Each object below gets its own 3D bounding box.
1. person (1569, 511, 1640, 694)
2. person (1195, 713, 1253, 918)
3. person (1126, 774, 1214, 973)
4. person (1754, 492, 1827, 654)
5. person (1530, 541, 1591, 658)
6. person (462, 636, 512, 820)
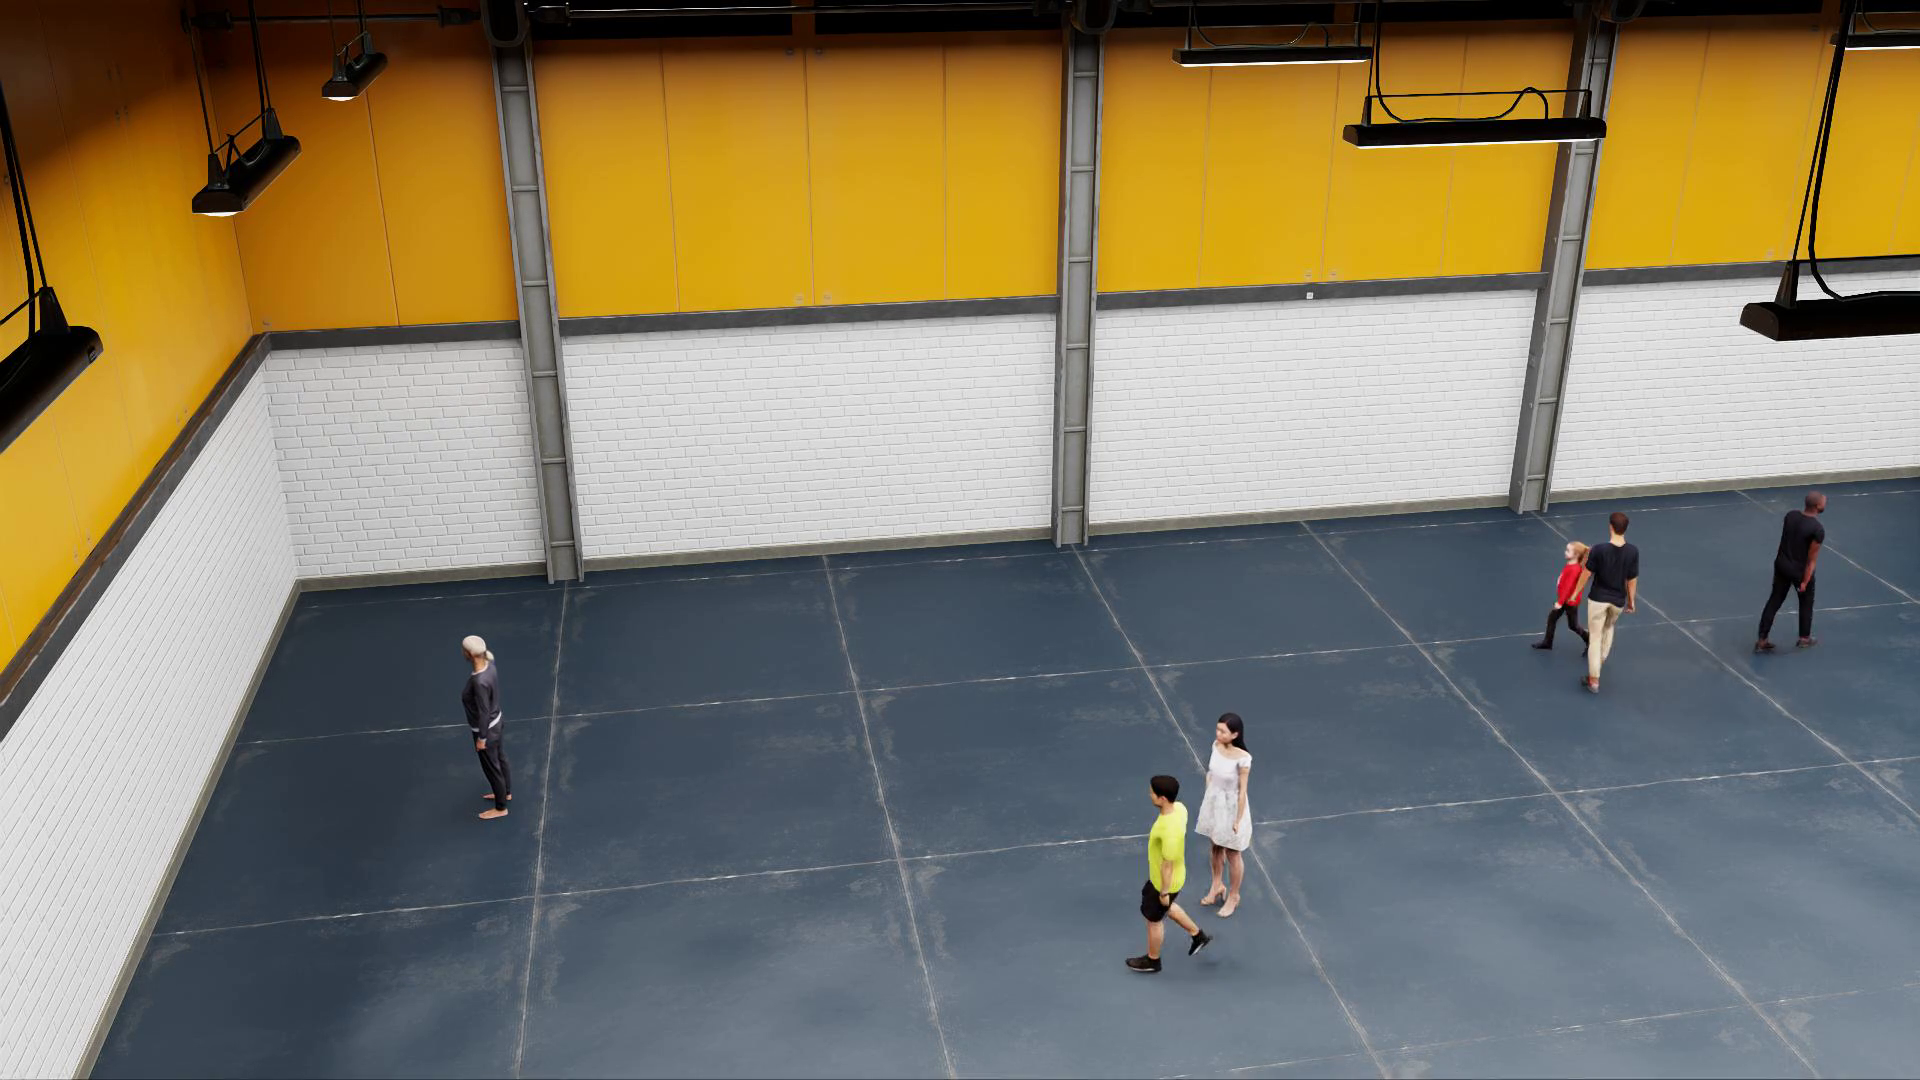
[{"bbox_3d":[6.466,0.655,16.529,0.848,1.825,0.850,-1,24,-3],"label":"person"},{"bbox_3d":[2.105,2.157,13.159,0.769,1.772,0.752,-15,28,-31],"label":"person"},{"bbox_3d":[1.628,2.501,12.469,0.968,1.694,0.811,4,24,10],"label":"person"},{"bbox_3d":[8.564,0.362,17.246,1.078,1.787,0.804,-9,25,-21],"label":"person"},{"bbox_3d":[6.388,0.632,17.285,0.941,1.262,0.646,2,24,5],"label":"person"},{"bbox_3d":[-4.115,1.597,14.495,0.547,1.727,0.625,-1,24,-3],"label":"person"}]
